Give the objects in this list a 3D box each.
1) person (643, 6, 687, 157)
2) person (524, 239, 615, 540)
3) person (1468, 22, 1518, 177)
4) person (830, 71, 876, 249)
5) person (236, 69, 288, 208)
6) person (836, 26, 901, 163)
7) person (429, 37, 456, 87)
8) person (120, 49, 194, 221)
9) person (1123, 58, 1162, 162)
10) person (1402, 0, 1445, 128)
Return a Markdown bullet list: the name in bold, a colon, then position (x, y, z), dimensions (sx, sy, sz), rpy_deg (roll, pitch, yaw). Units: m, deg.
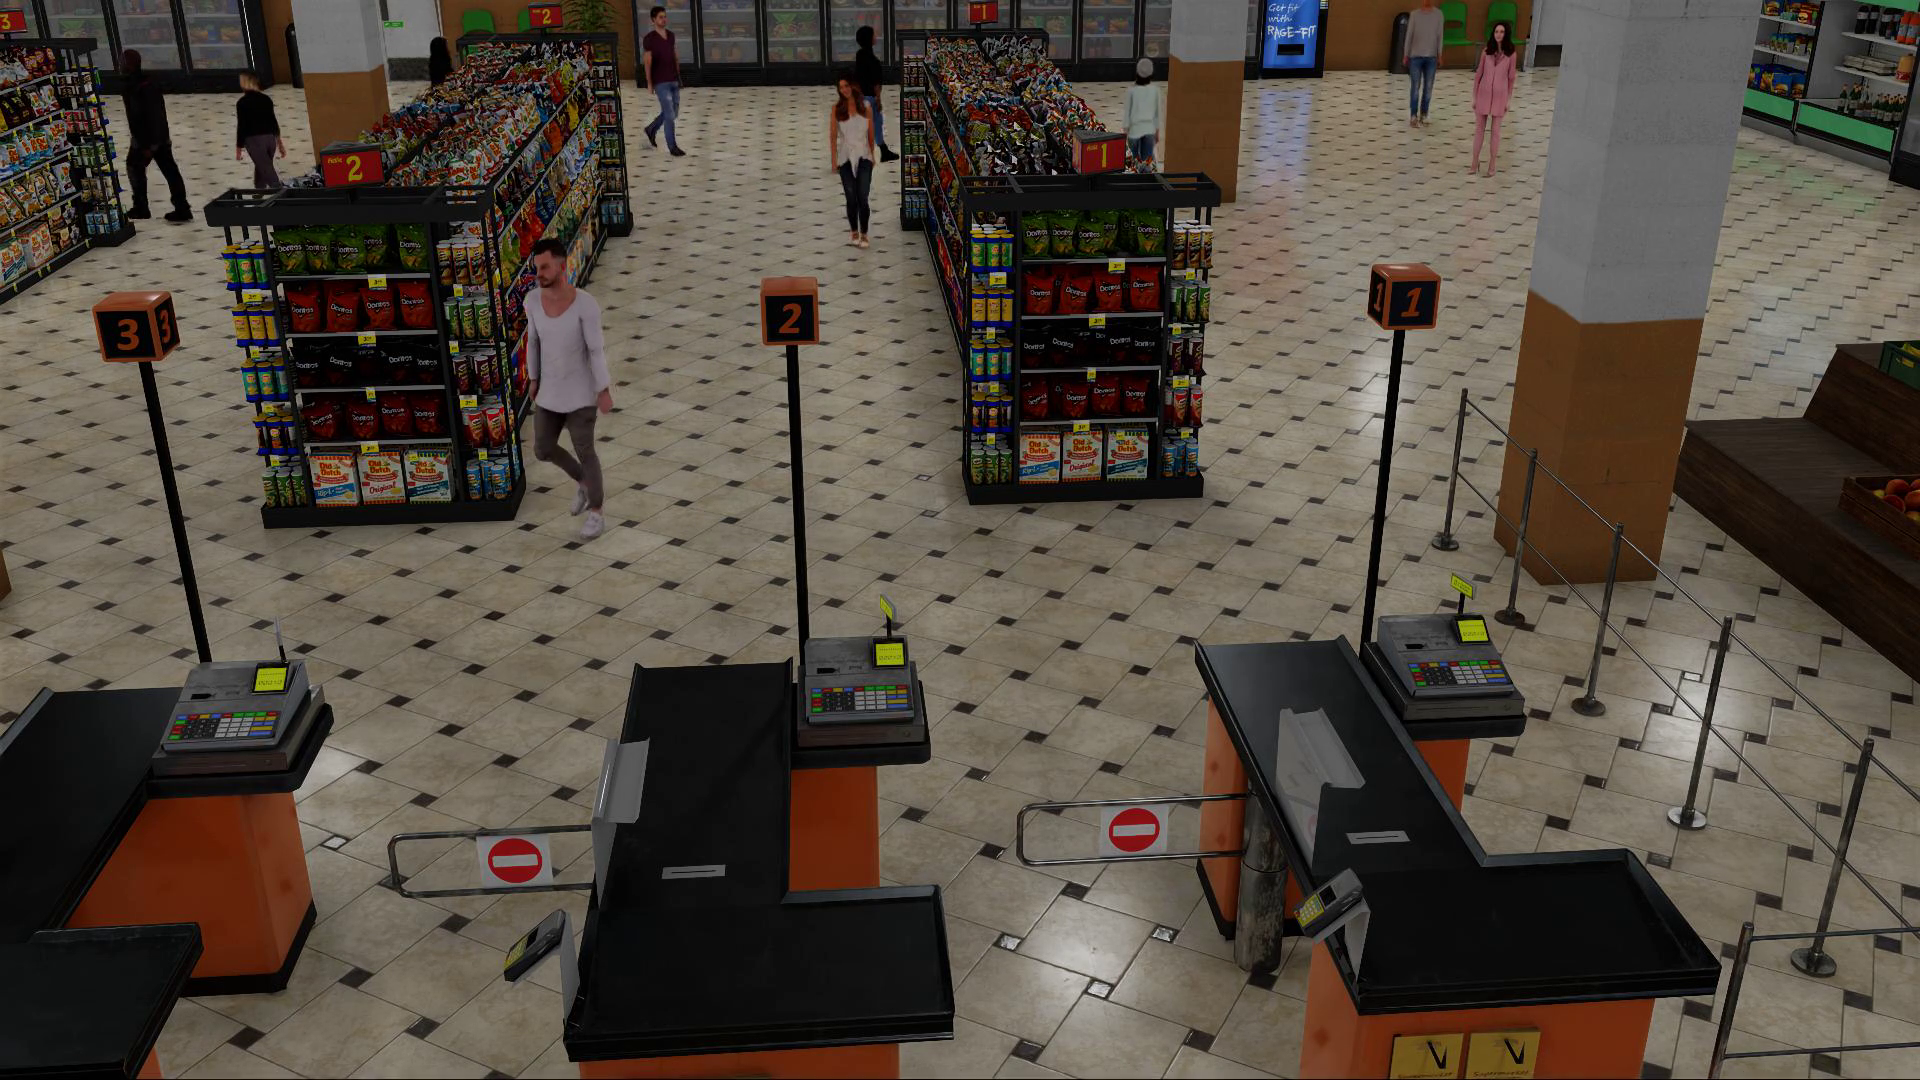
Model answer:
- **person**: position (-3.831, -5.871, 21.281), dimensions (1.125, 1.830, 1.114), rpy_deg (15, 28, 31)
- **person**: position (-2.334, -0.931, 9.997), dimensions (0.868, 1.826, 0.874), rpy_deg (6, 24, 14)
- **person**: position (6.426, -5.322, 20.061), dimensions (0.691, 1.803, 0.699), rpy_deg (11, 26, 24)
- **person**: position (-1.045, -3.799, 16.646), dimensions (0.601, 1.749, 0.715), rpy_deg (-6, 24, -14)
- **person**: position (-7.169, -4.013, 17.287), dimensions (0.965, 1.629, 1.087), rpy_deg (9, 25, 19)
- **person**: position (-1.211, -5.392, 20.391), dimensions (0.966, 1.666, 1.165), rpy_deg (-12, 27, -26)
- **person**: position (-6.284, -5.232, 20.098), dimensions (0.869, 1.607, 0.794), rpy_deg (-15, 28, -31)
- **person**: position (-8.505, -4.280, 17.680), dimensions (0.914, 1.801, 0.995), rpy_deg (4, 24, 10)
- **person**: position (2.009, -4.426, 18.267), dimensions (0.594, 1.599, 1.108), rpy_deg (-1, 24, -3)
- **person**: position (6.449, -6.739, 23.205), dimensions (0.825, 1.878, 0.917), rpy_deg (4, 24, 9)
